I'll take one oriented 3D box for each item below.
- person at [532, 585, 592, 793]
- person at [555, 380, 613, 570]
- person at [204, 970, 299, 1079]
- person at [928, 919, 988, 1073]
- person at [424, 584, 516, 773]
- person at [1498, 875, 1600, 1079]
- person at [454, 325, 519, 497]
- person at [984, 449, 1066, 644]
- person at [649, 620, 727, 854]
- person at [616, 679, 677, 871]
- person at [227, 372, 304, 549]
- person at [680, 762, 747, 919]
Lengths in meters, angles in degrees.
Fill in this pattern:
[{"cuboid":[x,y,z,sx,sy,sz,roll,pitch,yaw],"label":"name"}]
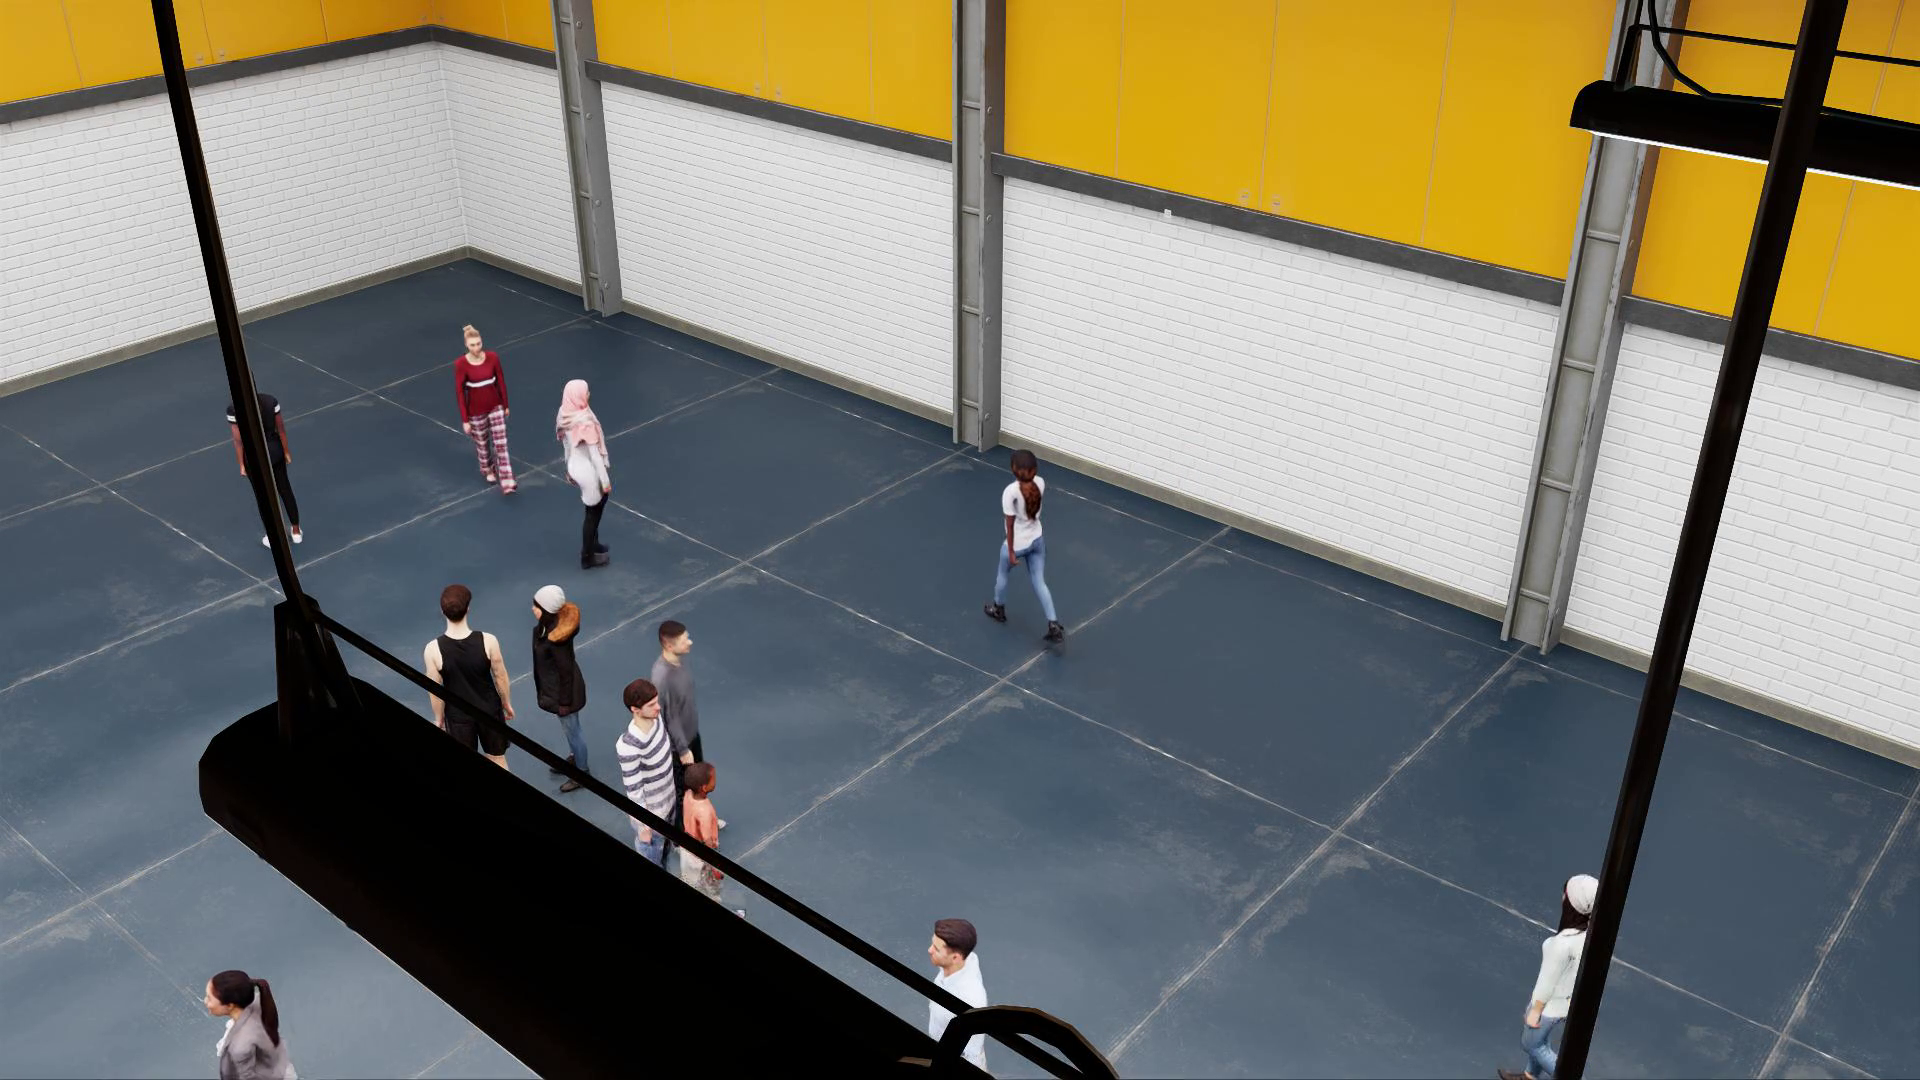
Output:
[{"cuboid":[-2.825,1.036,11.817,0.784,1.633,0.684,-11,31,-20],"label":"person"},{"cuboid":[-3.347,-0.540,14.542,0.745,1.791,0.629,-22,35,-34],"label":"person"},{"cuboid":[-3.447,2.839,8.480,0.776,1.663,0.720,-2,29,-3],"label":"person"},{"cuboid":[-0.019,2.683,8.576,0.807,1.845,0.724,-6,29,-11],"label":"person"},{"cuboid":[-3.319,1.156,11.327,0.779,1.892,0.768,-10,30,-18],"label":"person"},{"cuboid":[3.324,2.538,9.068,0.653,1.629,0.906,-23,36,-35],"label":"person"},{"cuboid":[-4.596,-1.264,16.003,0.903,1.662,1.146,-15,32,-25],"label":"person"},{"cuboid":[0.587,0.077,13.524,0.803,1.682,1.197,-19,34,-30],"label":"person"},{"cuboid":[-1.909,1.323,11.158,0.749,1.761,0.725,3,29,5],"label":"person"},{"cuboid":[-1.943,1.662,10.438,0.714,1.855,0.724,5,29,9],"label":"person"},{"cuboid":[-6.268,-0.741,14.973,0.661,1.731,0.628,-19,34,-31],"label":"person"},{"cuboid":[-1.697,1.976,10.448,0.734,1.293,0.692,-6,29,-12],"label":"person"}]
